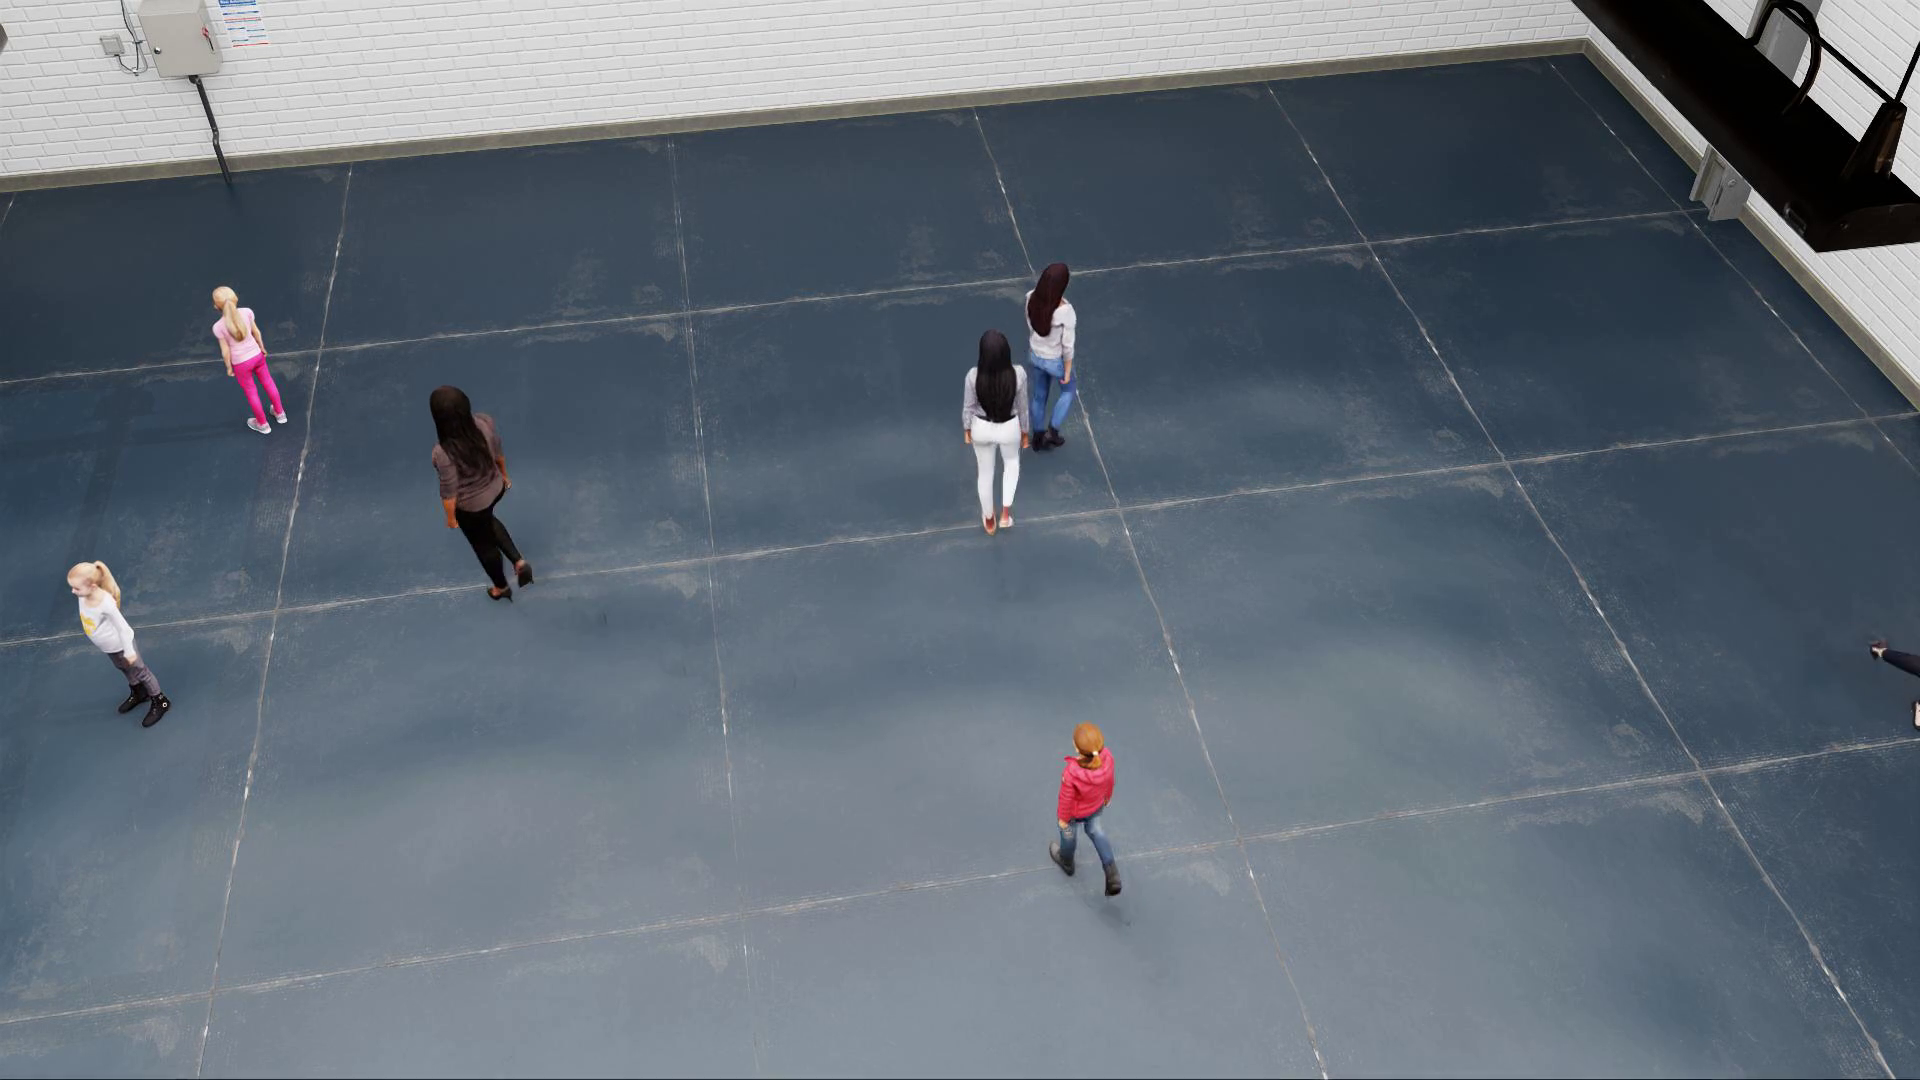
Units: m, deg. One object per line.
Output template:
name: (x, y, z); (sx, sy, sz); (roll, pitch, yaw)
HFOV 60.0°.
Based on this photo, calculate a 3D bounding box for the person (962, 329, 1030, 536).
person: (0.252, -0.672, 11.400); (0.670, 1.711, 0.716); (0, 44, 0)

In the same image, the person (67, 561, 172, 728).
person: (-5.251, 0.621, 10.357); (0.584, 1.279, 0.639); (23, 48, 23)

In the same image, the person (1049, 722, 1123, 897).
person: (0.741, 1.545, 9.370); (0.685, 1.302, 0.867); (-23, 48, -22)

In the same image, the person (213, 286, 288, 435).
person: (-5.338, -1.366, 12.448); (0.639, 1.271, 0.583); (29, 51, 27)

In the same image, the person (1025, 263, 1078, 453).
person: (0.596, -1.277, 12.099); (0.684, 1.624, 0.754); (30, 51, 27)

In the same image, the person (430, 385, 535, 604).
person: (-3.069, -0.238, 10.858); (0.888, 1.831, 0.821); (19, 47, 19)
